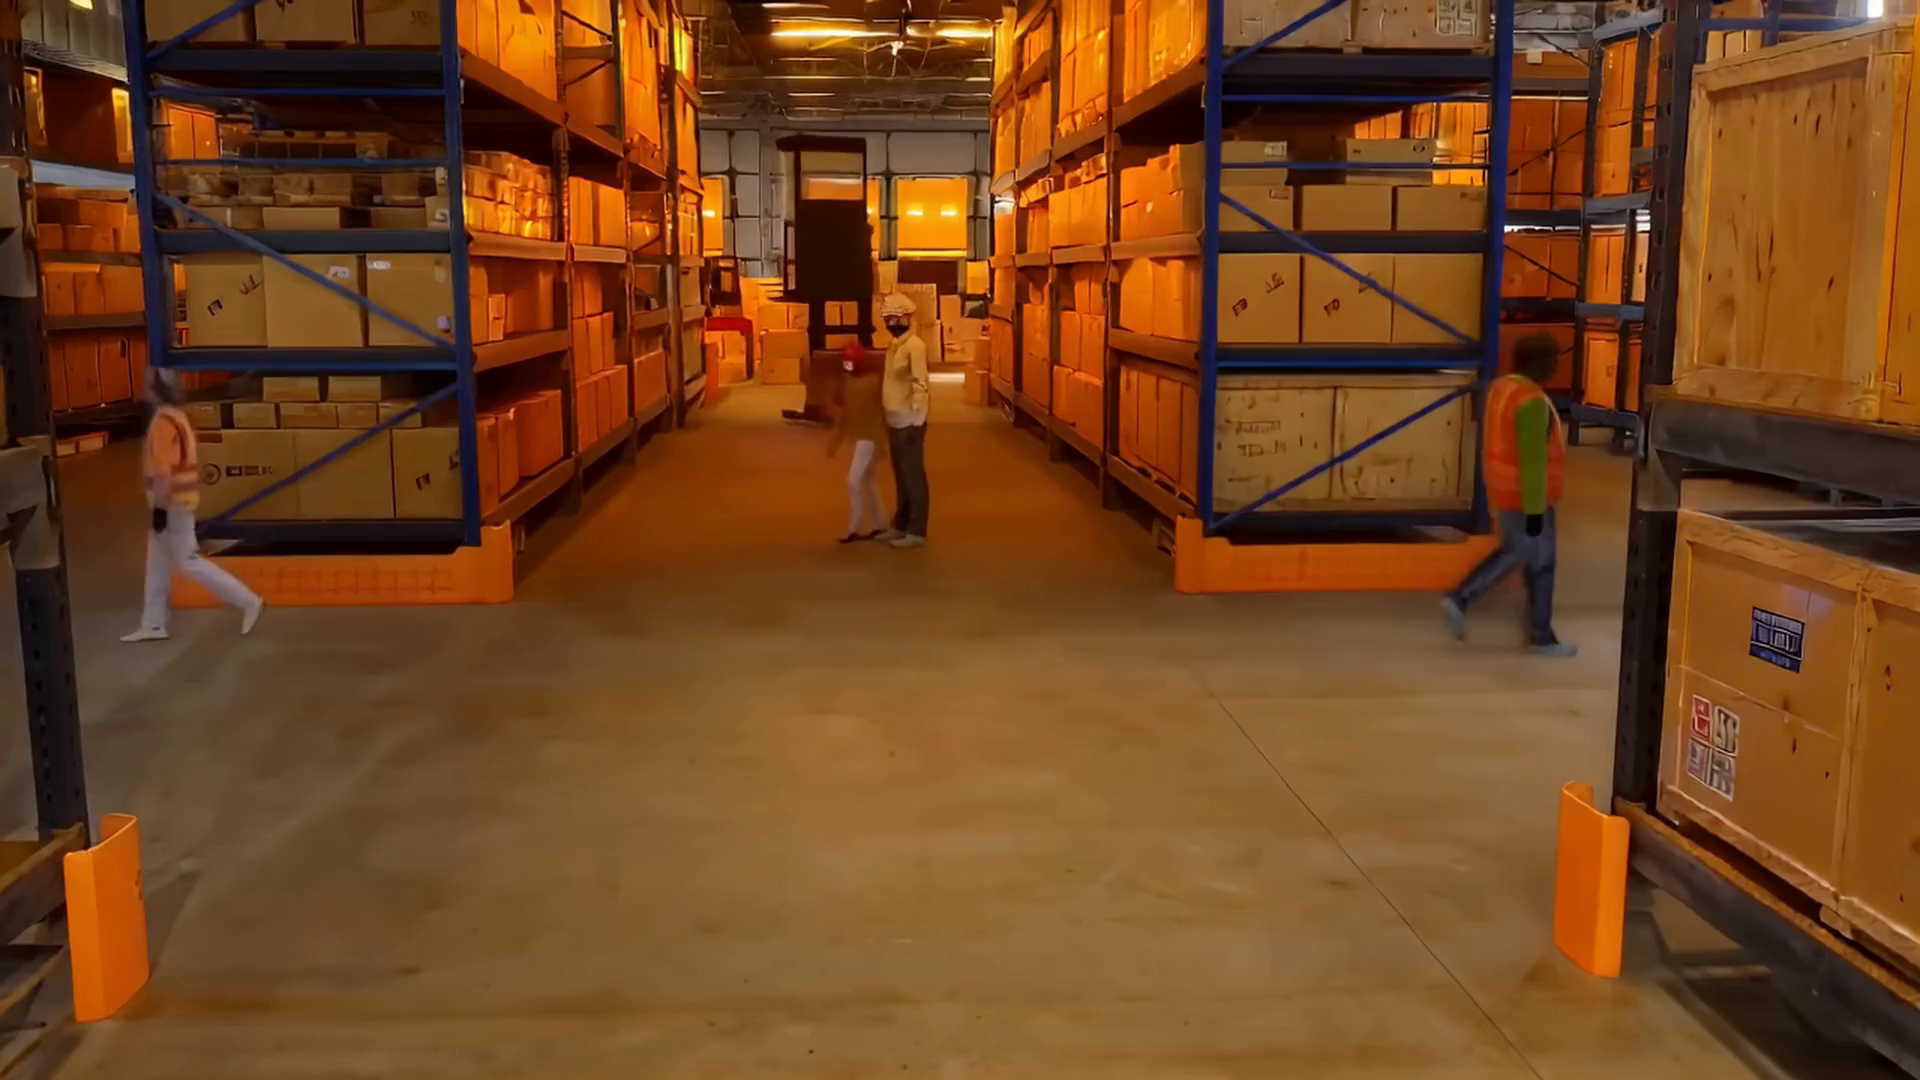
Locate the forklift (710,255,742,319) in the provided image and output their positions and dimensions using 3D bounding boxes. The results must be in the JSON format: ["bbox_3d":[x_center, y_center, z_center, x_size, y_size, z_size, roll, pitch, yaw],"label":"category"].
[{"bbox_3d":[-8.274,-8.634,58.542,1.129,2.768,1.873,-3,10,-19],"label":"forklift"}]

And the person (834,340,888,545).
[{"bbox_3d":[-0.811,-0.764,13.096,0.629,1.604,0.516,-5,11,-31],"label":"person"}]

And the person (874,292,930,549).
[{"bbox_3d":[-0.440,-0.923,12.916,0.392,1.990,0.612,-4,10,-22],"label":"person"}]

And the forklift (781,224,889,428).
[{"bbox_3d":[-1.664,-3.050,23.480,1.129,2.768,1.873,-5,10,-29],"label":"forklift"}]

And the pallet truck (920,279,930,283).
[{"bbox_3d":[-0.932,-8.922,63.114,1.885,1.965,0.823,2,9,13],"label":"pallet truck"}]

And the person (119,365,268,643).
[{"bbox_3d":[-4.461,-0.205,9.582,0.760,1.616,0.514,-3,10,-19],"label":"person"}]

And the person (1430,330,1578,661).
[{"bbox_3d":[3.036,-0.237,9.116,0.712,1.826,0.634,0,9,-3],"label":"person"}]
